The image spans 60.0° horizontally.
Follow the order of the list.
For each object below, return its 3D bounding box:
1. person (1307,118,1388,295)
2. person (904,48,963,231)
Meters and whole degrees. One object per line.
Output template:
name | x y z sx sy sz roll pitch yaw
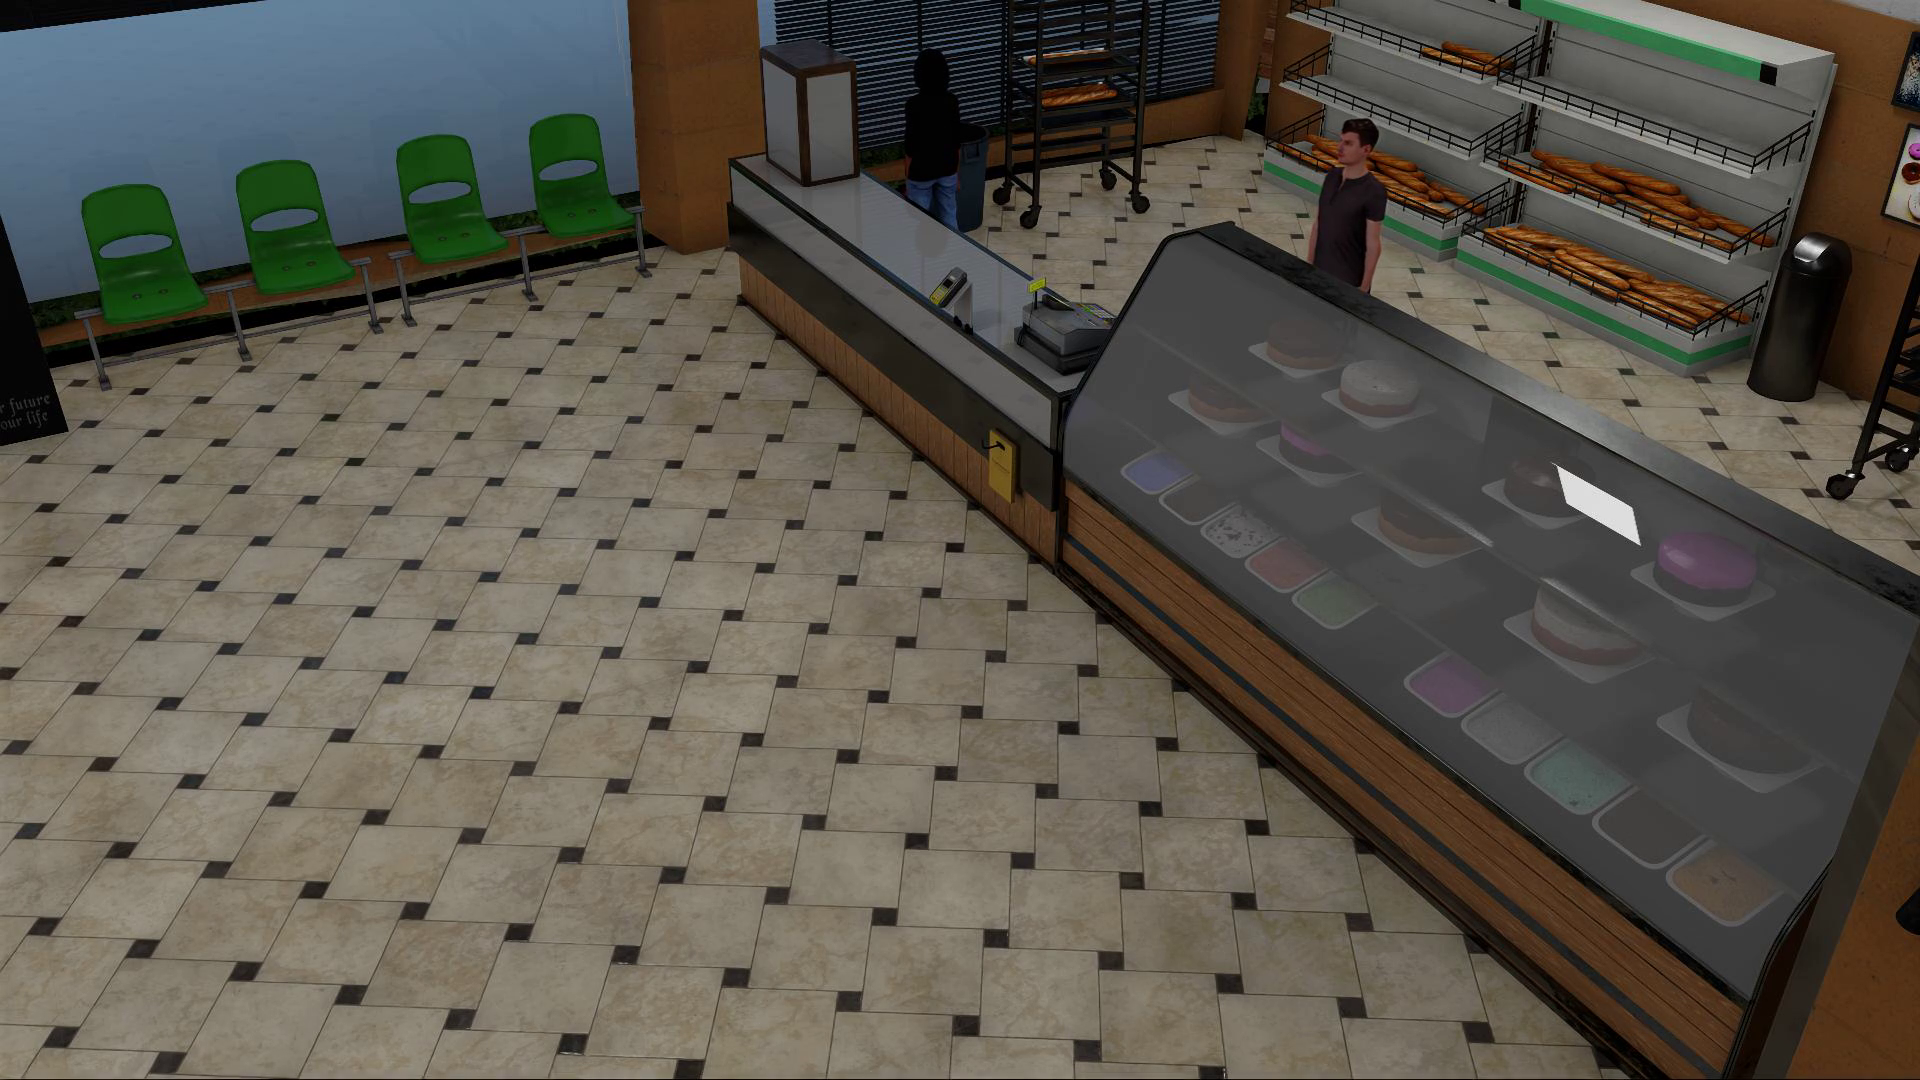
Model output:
person | 2.137 -1.456 9.333 0.517 1.852 0.646 -17 36 -26
person | -0.183 -2.395 10.983 0.511 1.702 0.649 -12 34 -19
